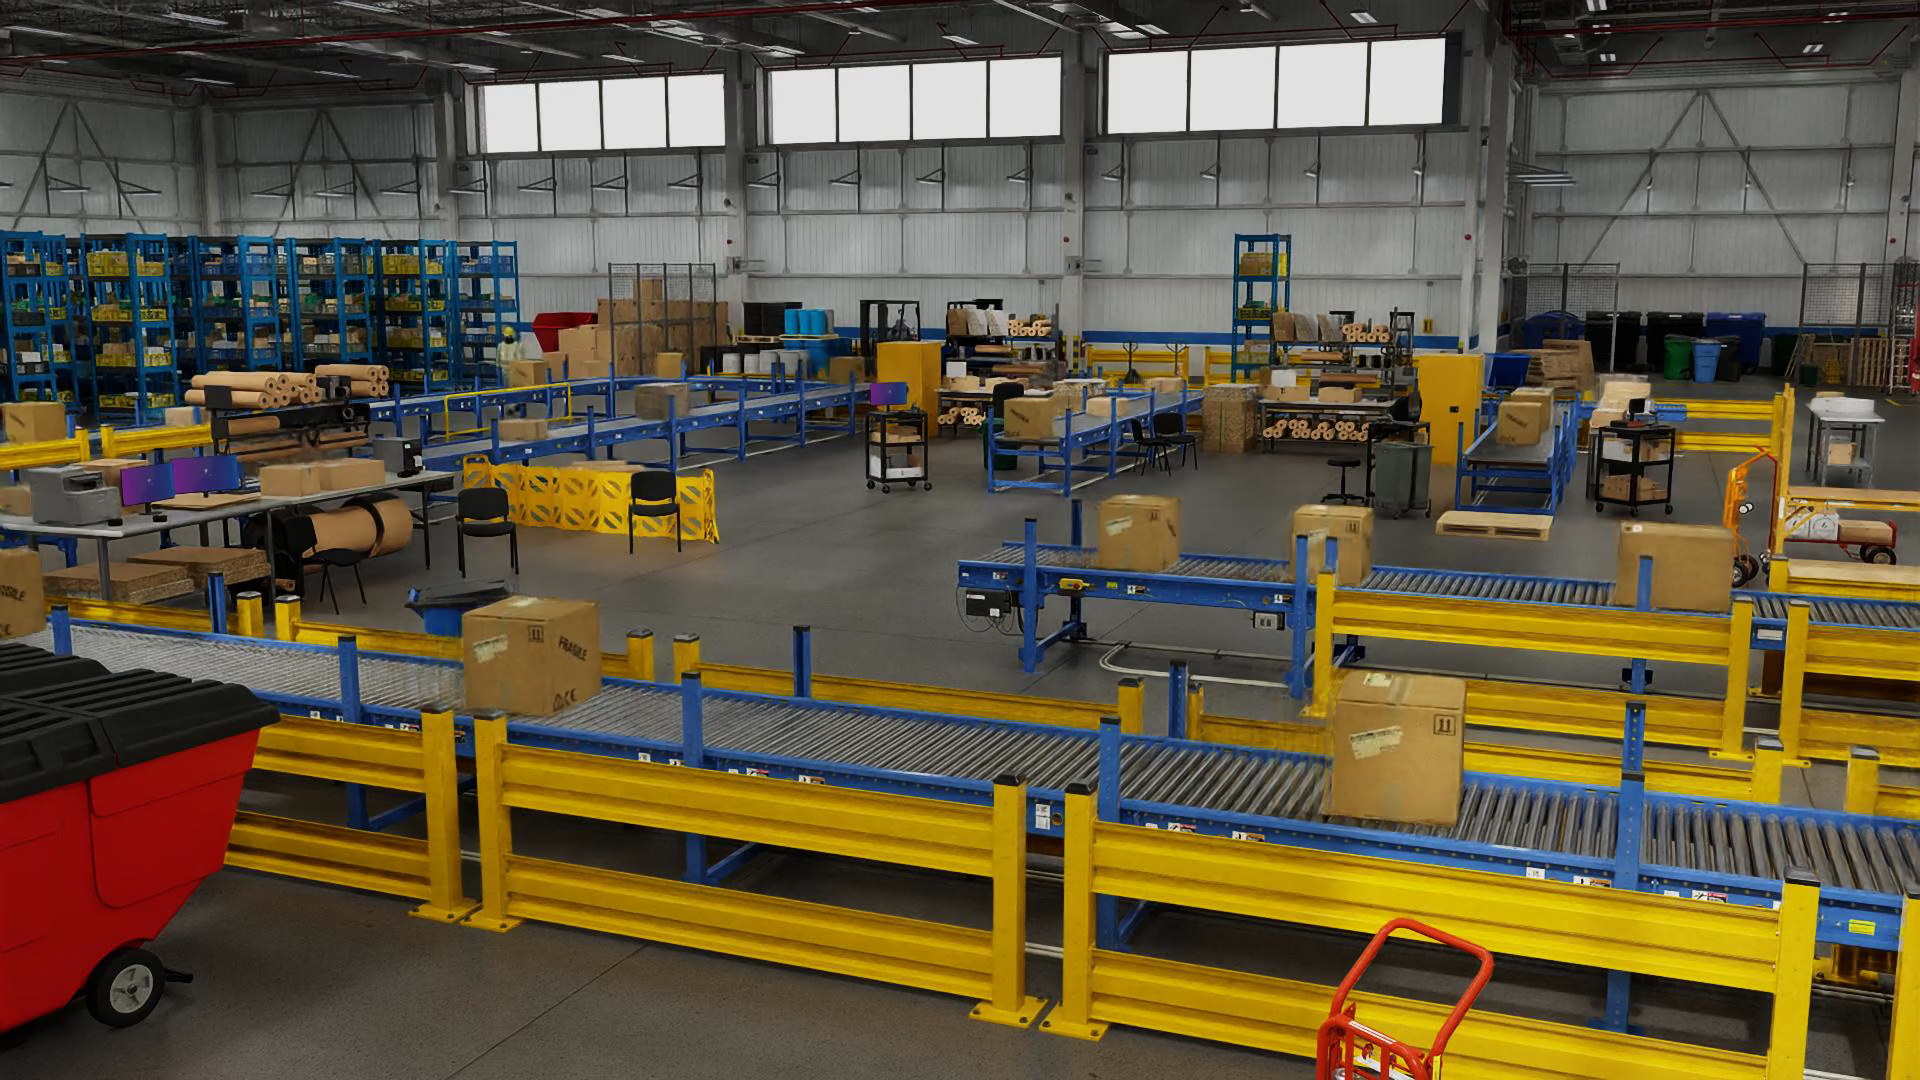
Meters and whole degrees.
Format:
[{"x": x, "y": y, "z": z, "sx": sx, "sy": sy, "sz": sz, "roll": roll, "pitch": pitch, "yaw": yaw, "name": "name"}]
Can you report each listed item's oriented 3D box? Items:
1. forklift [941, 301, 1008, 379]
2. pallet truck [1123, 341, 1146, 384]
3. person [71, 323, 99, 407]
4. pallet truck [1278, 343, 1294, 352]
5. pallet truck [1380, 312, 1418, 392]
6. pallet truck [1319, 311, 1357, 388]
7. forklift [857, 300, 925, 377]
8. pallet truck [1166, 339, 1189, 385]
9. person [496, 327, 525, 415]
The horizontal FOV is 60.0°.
[{"x": 0.365, "y": -4.966, "z": 41.571, "sx": 1.157, "sy": 1.987, "sz": 2.680, "roll": 3, "pitch": 10, "yaw": 20, "name": "forklift"}, {"x": 4.445, "y": -4.380, "z": 41.279, "sx": 0.680, "sy": 1.201, "sz": 1.601, "roll": 4, "pitch": 10, "yaw": 22, "name": "pallet truck"}, {"x": -18.845, "y": -3.790, "z": 35.959, "sx": 0.580, "sy": 1.793, "sz": 0.987, "roll": 5, "pitch": 11, "yaw": 29, "name": "person"}, {"x": 7.886, "y": -4.163, "z": 39.743, "sx": 0.653, "sy": 1.274, "sz": 1.630, "roll": 4, "pitch": 10, "yaw": 22, "name": "pallet truck"}, {"x": 10.207, "y": -4.283, "z": 38.369, "sx": 0.823, "sy": 1.965, "sz": 1.885, "roll": 3, "pitch": 10, "yaw": 20, "name": "pallet truck"}, {"x": 9.071, "y": -4.419, "z": 39.190, "sx": 0.823, "sy": 1.965, "sz": 1.885, "roll": 5, "pitch": 10, "yaw": 26, "name": "pallet truck"}, {"x": -1.732, "y": -5.109, "z": 42.468, "sx": 1.157, "sy": 1.987, "sz": 2.680, "roll": 4, "pitch": 10, "yaw": 22, "name": "forklift"}, {"x": 5.418, "y": -4.269, "z": 40.420, "sx": 0.704, "sy": 1.261, "sz": 1.522, "roll": 3, "pitch": 10, "yaw": 20, "name": "pallet truck"}, {"x": -9.190, "y": -3.476, "z": 34.085, "sx": 0.598, "sy": 1.803, "sz": 0.810, "roll": 1, "pitch": 9, "yaw": 8, "name": "person"}]
